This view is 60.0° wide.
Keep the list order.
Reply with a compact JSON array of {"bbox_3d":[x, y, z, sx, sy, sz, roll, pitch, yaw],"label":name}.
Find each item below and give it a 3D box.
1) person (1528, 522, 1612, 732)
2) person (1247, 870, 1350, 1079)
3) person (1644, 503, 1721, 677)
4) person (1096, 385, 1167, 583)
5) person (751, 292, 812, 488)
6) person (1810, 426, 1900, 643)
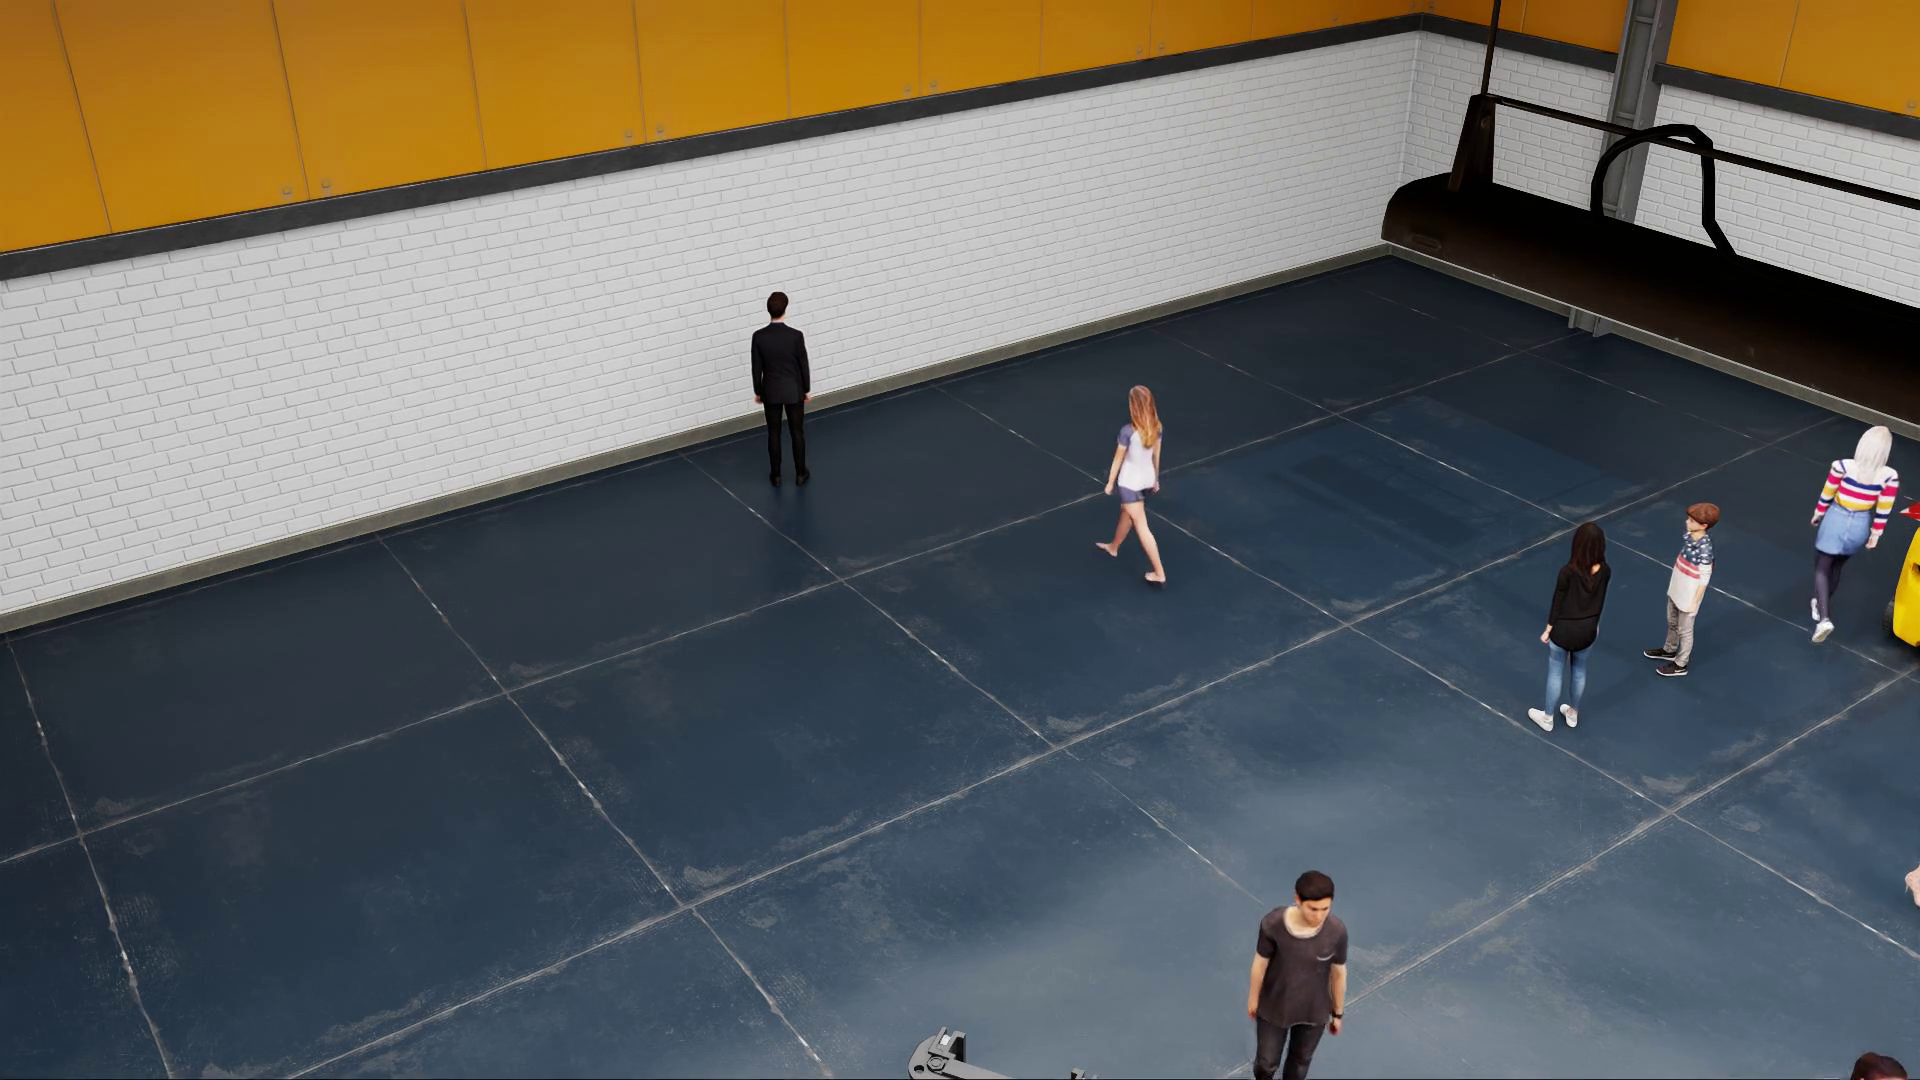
[{"bbox_3d":[4.419,0.625,11.985,0.650,1.646,0.649,-5,29,-9],"label":"person"},{"bbox_3d":[1.744,2.367,8.732,0.746,1.704,0.783,2,29,3],"label":"person"},{"bbox_3d":[5.550,0.360,12.688,0.646,1.439,0.551,-1,29,-1],"label":"person"},{"bbox_3d":[1.528,-0.423,13.867,0.689,1.684,1.114,-22,35,-34],"label":"person"},{"bbox_3d":[-1.647,-1.390,15.420,0.790,1.894,0.800,-1,29,-3],"label":"person"},{"bbox_3d":[6.944,-0.033,13.050,1.112,1.782,1.096,9,30,15],"label":"person"}]
